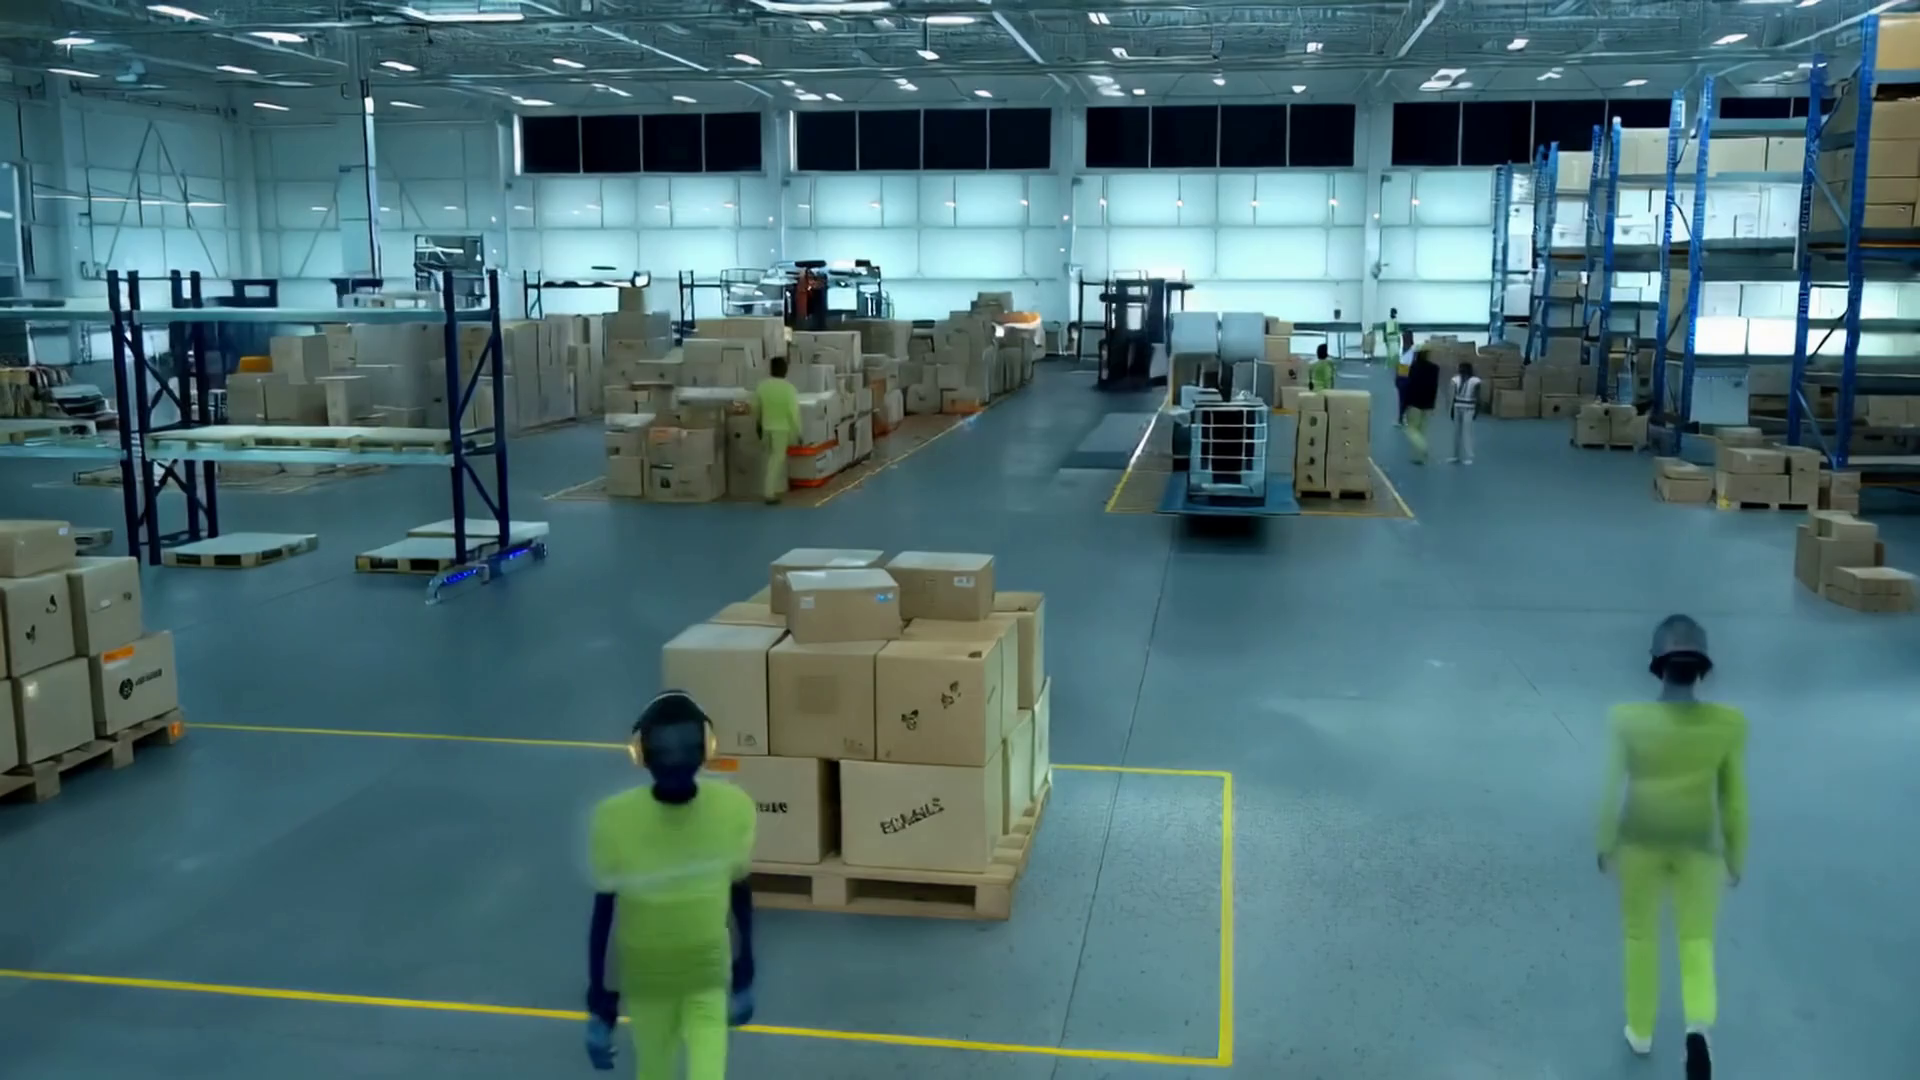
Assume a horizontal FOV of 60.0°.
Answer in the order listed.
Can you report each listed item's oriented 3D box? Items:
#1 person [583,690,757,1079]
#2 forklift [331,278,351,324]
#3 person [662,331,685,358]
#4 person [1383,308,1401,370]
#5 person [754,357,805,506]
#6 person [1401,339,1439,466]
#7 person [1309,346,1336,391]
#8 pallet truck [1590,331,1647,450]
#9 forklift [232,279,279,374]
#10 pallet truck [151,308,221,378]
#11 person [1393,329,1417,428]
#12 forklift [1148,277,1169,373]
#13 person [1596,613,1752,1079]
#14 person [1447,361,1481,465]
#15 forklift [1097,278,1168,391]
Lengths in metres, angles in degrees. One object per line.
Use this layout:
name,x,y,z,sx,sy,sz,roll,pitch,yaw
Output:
person,-0.870,1.321,5.029,0.528,1.831,0.977,-2,9,-11
forklift,-16.123,-5.451,43.530,1.873,2.768,1.129,-3,10,-19
person,-5.241,-2.933,31.005,0.649,1.903,0.881,-2,9,-11
person,13.263,-6.168,50.989,0.573,1.888,0.962,6,11,31
person,-2.325,-1.409,21.589,0.630,1.909,0.843,8,12,39
person,7.103,-2.107,25.689,0.637,1.970,0.476,-5,10,-27
person,6.436,-2.611,29.654,0.541,1.695,0.315,-3,10,-20
pallet truck,11.253,-2.573,28.499,0.823,1.965,1.885,5,10,27
forklift,-16.058,-4.570,38.102,1.129,2.768,1.873,-9,13,-43
pallet truck,-21.869,-5.598,47.154,0.823,1.965,1.885,4,10,26
person,8.627,-3.096,32.004,0.397,1.911,0.587,-5,11,-30
forklift,5.739,-6.288,48.696,1.873,2.768,1.129,1,9,9
person,2.667,1.160,6.232,0.530,1.757,0.557,3,10,16
person,7.920,-1.992,26.047,0.327,1.630,0.531,-7,12,-37
forklift,4.452,-5.257,42.338,1.129,2.768,1.873,6,11,34
